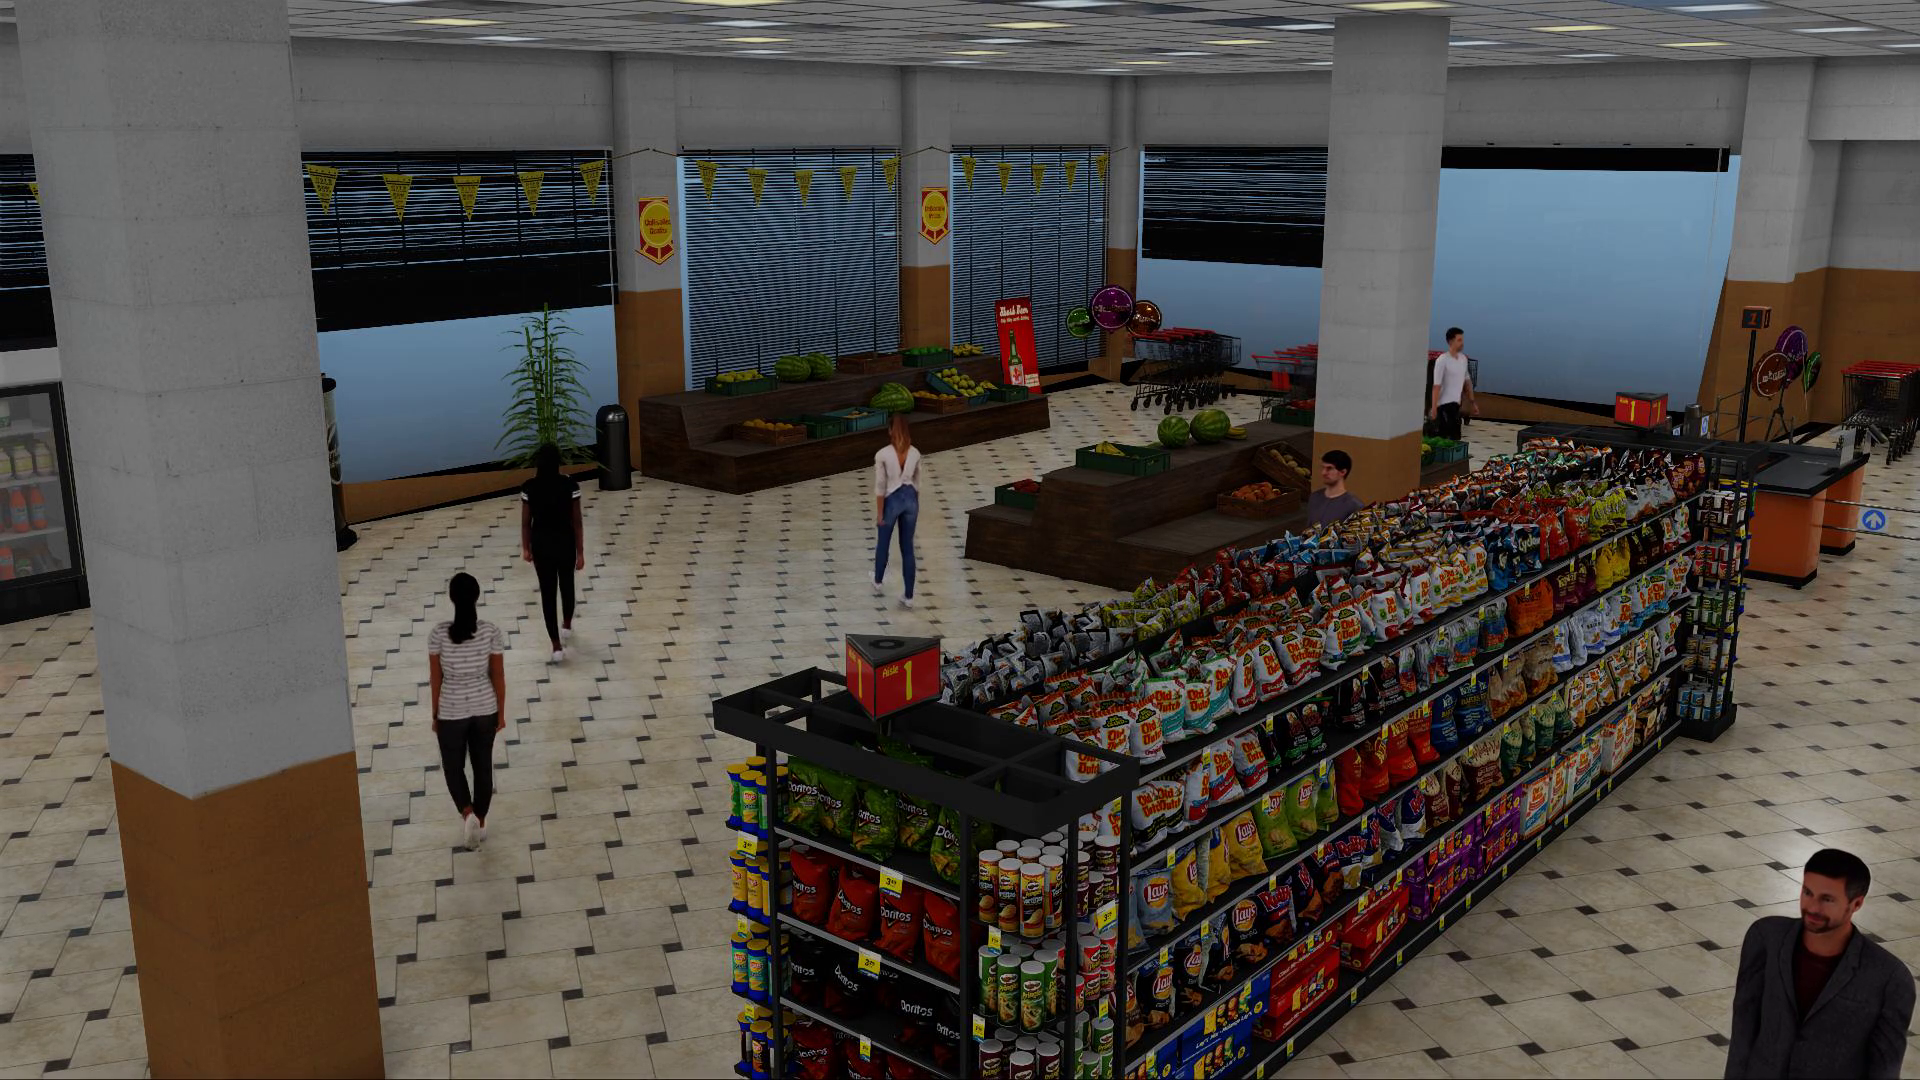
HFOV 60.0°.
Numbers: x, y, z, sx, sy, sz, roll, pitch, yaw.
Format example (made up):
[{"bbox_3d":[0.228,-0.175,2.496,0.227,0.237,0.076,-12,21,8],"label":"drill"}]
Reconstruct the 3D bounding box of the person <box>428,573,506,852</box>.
[{"bbox_3d":[-2.807,1.008,9.500,0.925,1.635,0.894,-5,14,-19],"label":"person"}]

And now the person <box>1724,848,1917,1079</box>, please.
[{"bbox_3d":[2.745,1.872,5.429,0.623,1.874,0.698,-13,19,-43],"label":"person"}]

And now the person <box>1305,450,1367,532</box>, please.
[{"bbox_3d":[2.714,0.253,12.149,0.620,1.852,0.717,-10,17,-35],"label":"person"}]

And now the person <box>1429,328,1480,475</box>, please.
[{"bbox_3d":[5.791,-1.622,19.952,1.051,1.819,0.831,-12,18,-40],"label":"person"}]

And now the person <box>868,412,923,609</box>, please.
[{"bbox_3d":[-0.501,-0.228,14.501,1.089,1.679,0.994,-6,15,-22],"label":"person"}]

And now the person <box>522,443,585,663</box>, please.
[{"bbox_3d":[-3.190,0.125,13.038,1.162,1.682,1.146,-3,14,-11],"label":"person"}]
